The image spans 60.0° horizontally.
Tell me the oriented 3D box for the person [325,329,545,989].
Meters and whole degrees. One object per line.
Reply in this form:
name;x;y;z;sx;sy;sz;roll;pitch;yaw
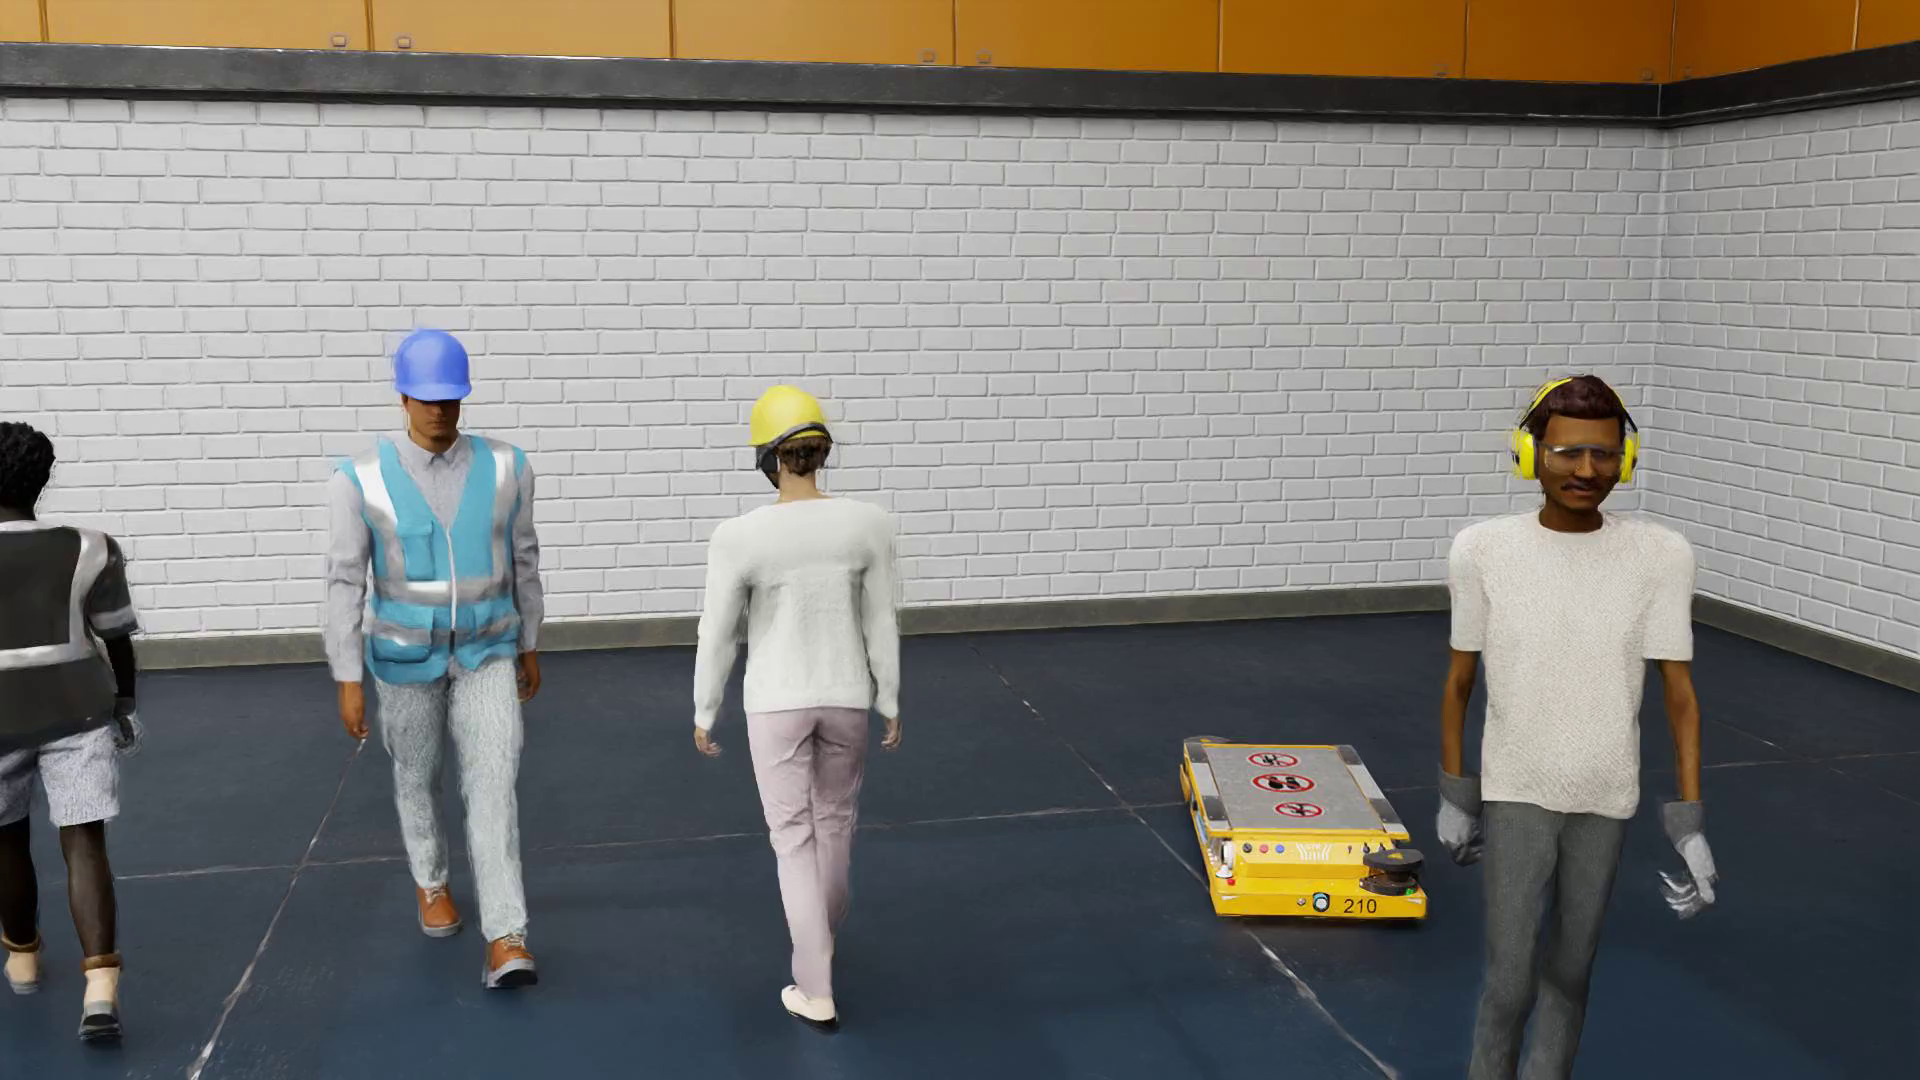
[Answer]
person;-1.510;0.340;4.853;0.643;1.888;1.005;-5;10;-26

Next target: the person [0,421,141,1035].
person;-2.503;0.511;4.530;0.540;1.664;0.837;-6;11;-33

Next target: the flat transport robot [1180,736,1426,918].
flat transport robot;1.166;0.978;5.899;0.652;0.197;1.431;0;9;3

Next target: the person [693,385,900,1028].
person;-0.488;0.438;4.673;0.552;1.741;0.696;-5;10;-26

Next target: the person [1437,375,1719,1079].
person;1.292;0.586;3.485;0.530;1.849;0.649;1;9;8
